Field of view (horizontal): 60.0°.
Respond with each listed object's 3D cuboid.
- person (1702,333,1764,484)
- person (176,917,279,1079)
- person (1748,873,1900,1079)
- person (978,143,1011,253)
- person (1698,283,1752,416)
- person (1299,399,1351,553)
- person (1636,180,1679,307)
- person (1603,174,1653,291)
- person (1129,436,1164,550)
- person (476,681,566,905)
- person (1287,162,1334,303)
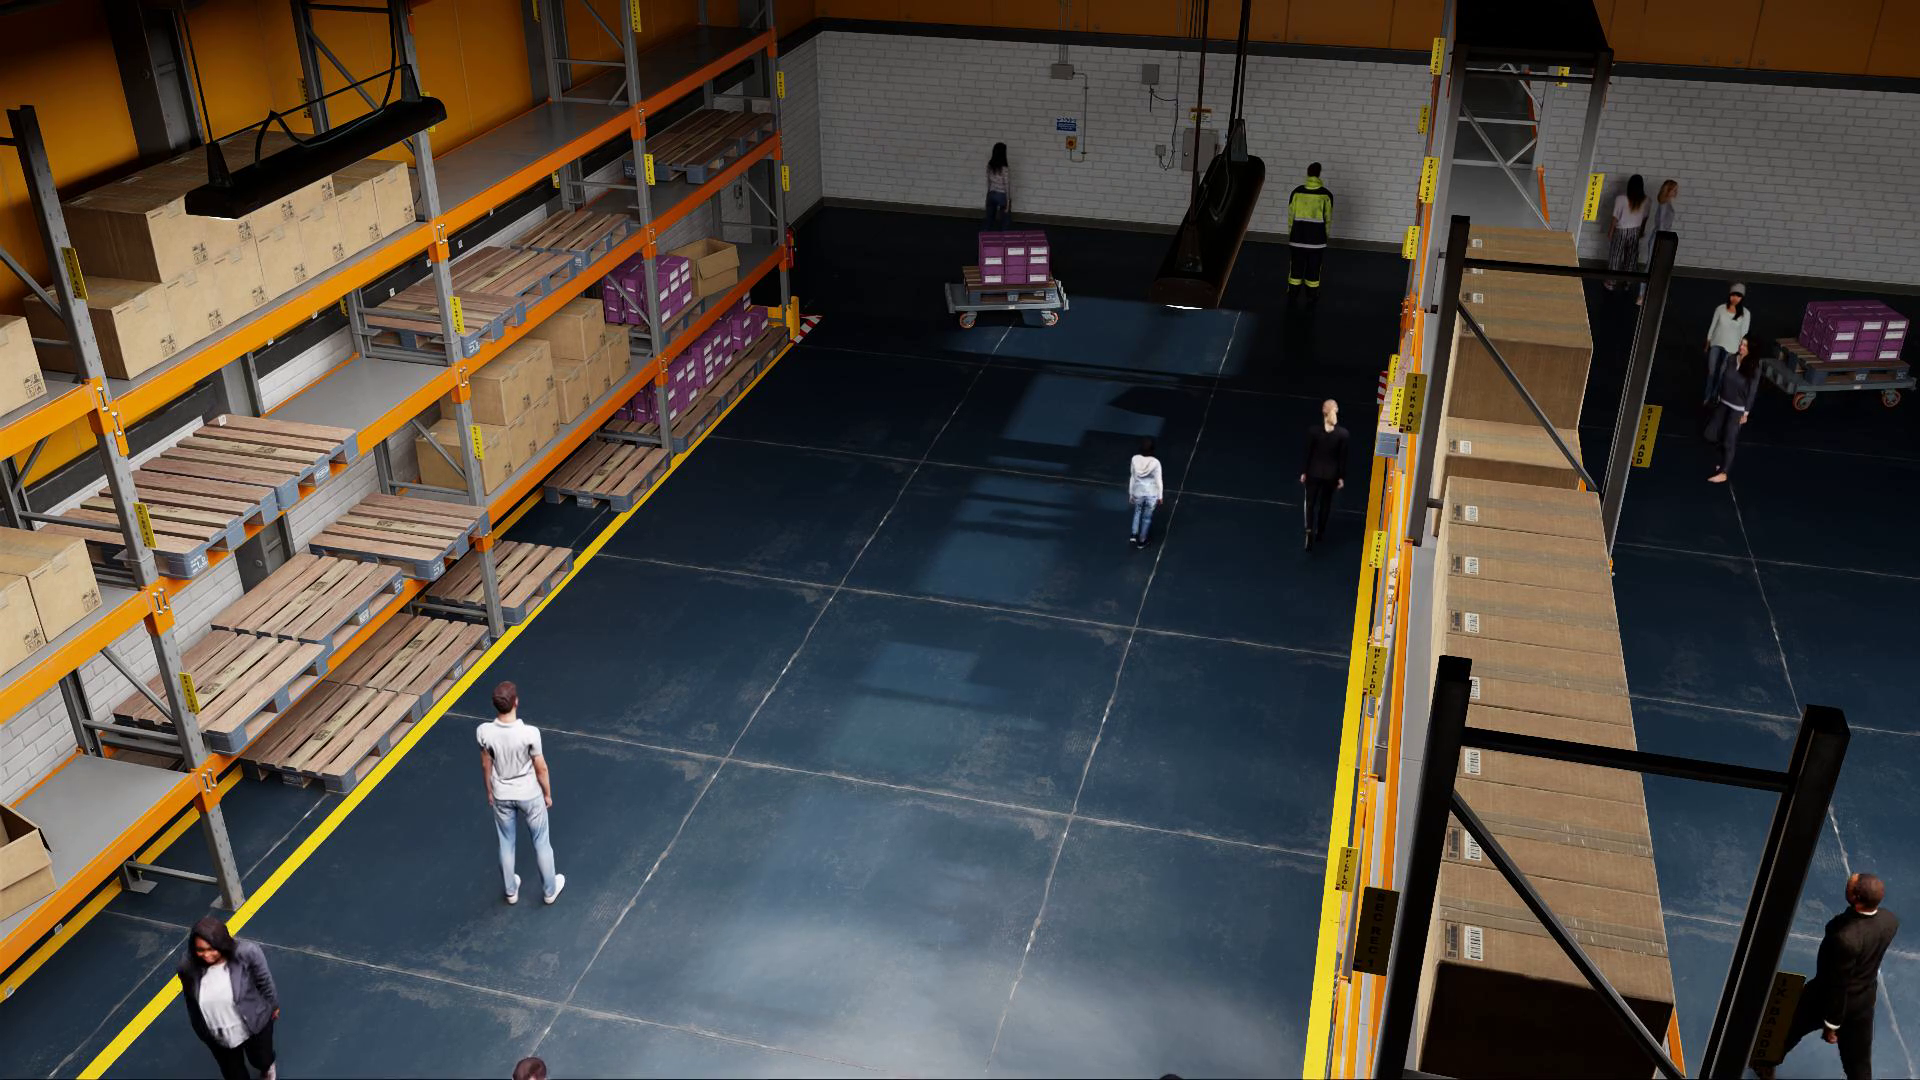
[{"bbox_3d":[8.639,-1.482,18.450,0.852,1.759,0.790,-12,31,-21],"label":"person"},{"bbox_3d":[-4.562,2.963,10.485,0.885,1.582,0.960,-6,29,-10],"label":"person"},{"bbox_3d":[5.531,2.907,10.292,1.200,1.865,1.334,-13,31,-22],"label":"person"},{"bbox_3d":[0.511,-5.062,25.011,0.809,1.760,1.115,17,33,28],"label":"person"},{"bbox_3d":[9.284,-2.355,20.188,0.708,1.627,0.939,13,31,23],"label":"person"},{"bbox_3d":[3.683,-0.614,16.930,0.653,1.690,0.897,6,29,11],"label":"person"},{"bbox_3d":[9.799,-4.177,23.351,0.692,1.795,0.513,15,32,25],"label":"person"},{"bbox_3d":[9.604,-4.440,23.955,0.729,1.679,0.687,2,29,4],"label":"person"},{"bbox_3d":[1.881,-0.467,17.120,0.541,1.250,0.590,15,32,25],"label":"person"},{"bbox_3d":[-3.247,1.872,12.207,0.684,1.848,0.618,2,29,3],"label":"person"},{"bbox_3d":[4.922,-4.357,23.489,0.756,1.980,0.617,8,30,14],"label":"person"}]
